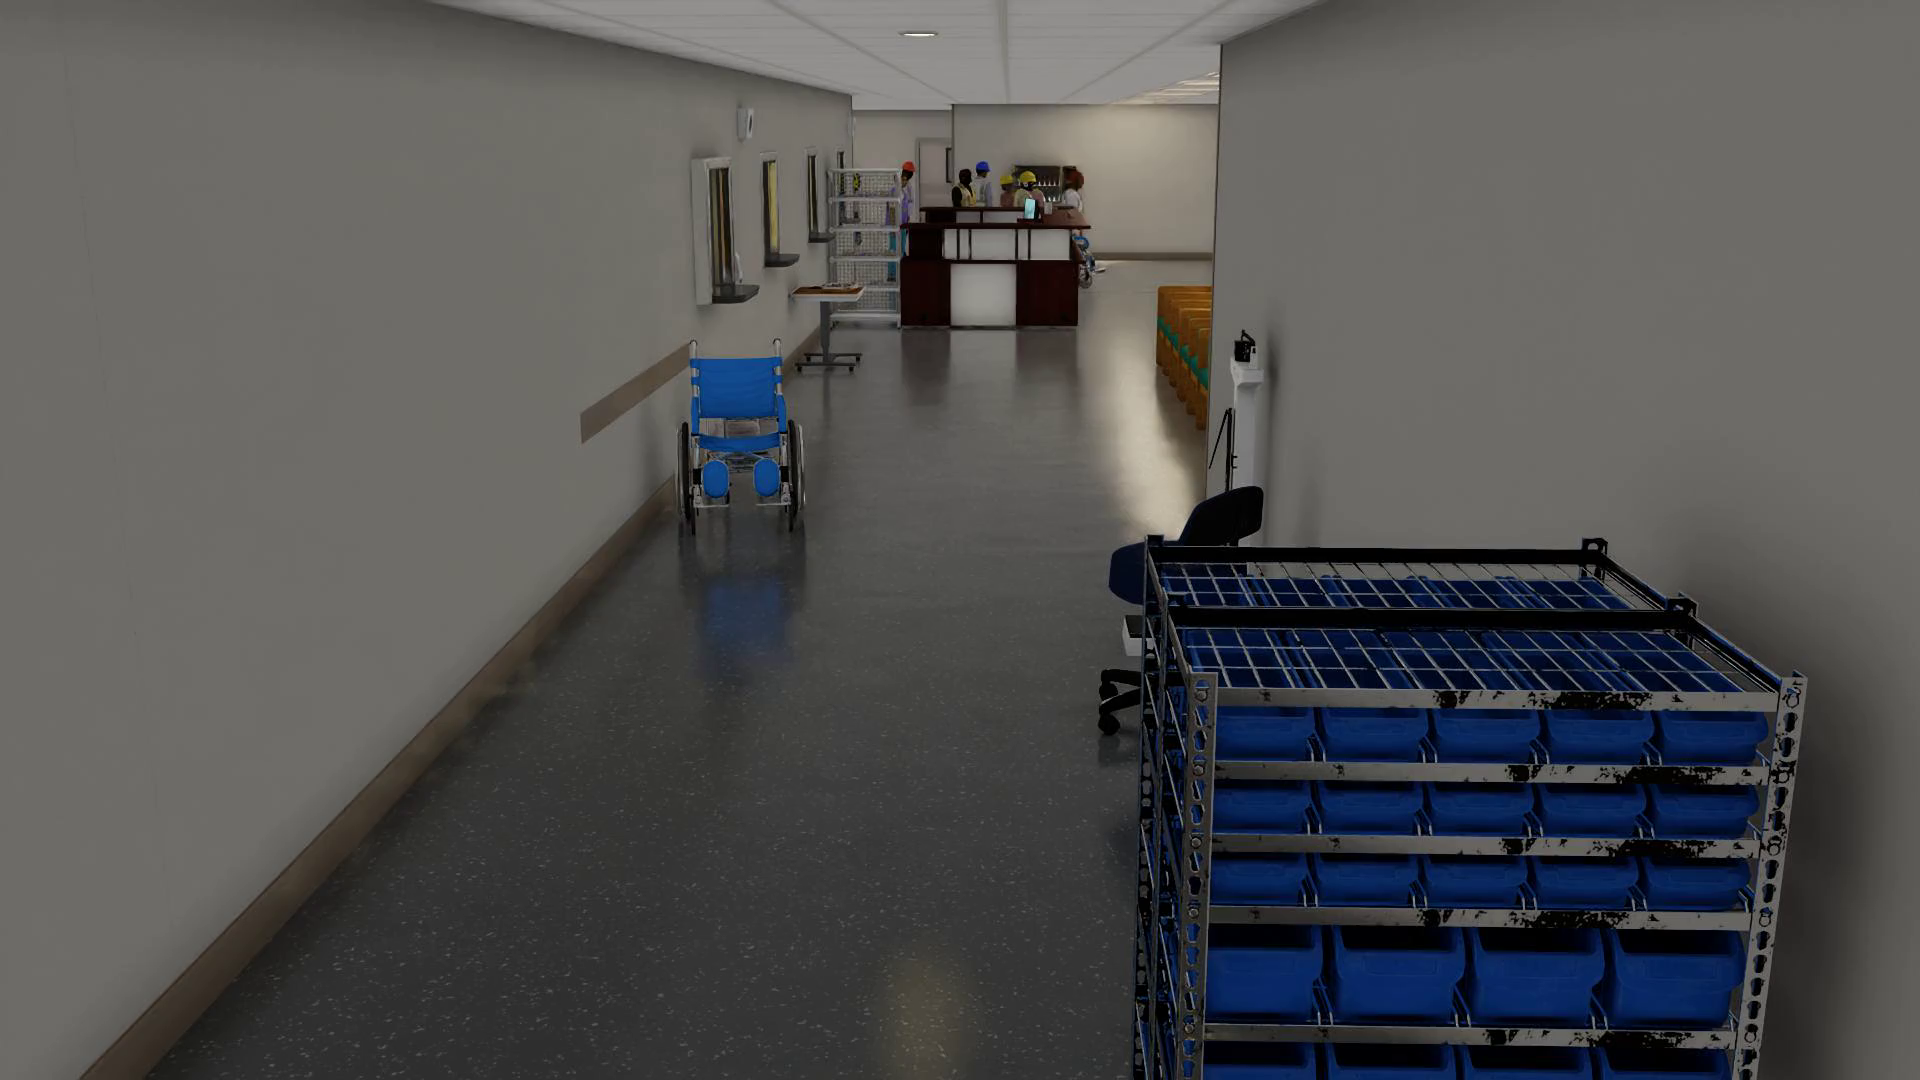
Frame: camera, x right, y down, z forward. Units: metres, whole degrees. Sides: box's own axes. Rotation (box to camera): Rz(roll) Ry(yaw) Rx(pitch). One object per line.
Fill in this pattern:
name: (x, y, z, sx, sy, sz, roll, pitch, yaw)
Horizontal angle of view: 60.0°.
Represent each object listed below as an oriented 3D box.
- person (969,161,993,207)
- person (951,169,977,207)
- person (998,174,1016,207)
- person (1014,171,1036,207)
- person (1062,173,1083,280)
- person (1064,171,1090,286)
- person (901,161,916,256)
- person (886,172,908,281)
person: (0.391, -6.220, 31.693, 0.630, 1.945, 0.406, 13, 19, 41)
person: (0.100, -5.790, 30.140, 0.429, 1.844, 0.625, 7, 16, 27)
person: (0.854, -5.689, 29.931, 0.382, 1.746, 0.519, -12, 18, -40)
person: (1.130, -5.389, 28.528, 0.404, 1.831, 0.600, -2, 14, -8)
person: (1.890, -5.256, 27.957, 0.342, 1.845, 0.506, -7, 16, -27)
person: (1.834, -5.105, 27.306, 0.586, 1.868, 0.593, 1, 14, 4)
person: (-1.020, -6.298, 32.016, 0.375, 1.931, 0.542, 0, 14, 1)
person: (-1.066, -5.310, 28.212, 0.381, 1.836, 0.566, 6, 15, 23)
